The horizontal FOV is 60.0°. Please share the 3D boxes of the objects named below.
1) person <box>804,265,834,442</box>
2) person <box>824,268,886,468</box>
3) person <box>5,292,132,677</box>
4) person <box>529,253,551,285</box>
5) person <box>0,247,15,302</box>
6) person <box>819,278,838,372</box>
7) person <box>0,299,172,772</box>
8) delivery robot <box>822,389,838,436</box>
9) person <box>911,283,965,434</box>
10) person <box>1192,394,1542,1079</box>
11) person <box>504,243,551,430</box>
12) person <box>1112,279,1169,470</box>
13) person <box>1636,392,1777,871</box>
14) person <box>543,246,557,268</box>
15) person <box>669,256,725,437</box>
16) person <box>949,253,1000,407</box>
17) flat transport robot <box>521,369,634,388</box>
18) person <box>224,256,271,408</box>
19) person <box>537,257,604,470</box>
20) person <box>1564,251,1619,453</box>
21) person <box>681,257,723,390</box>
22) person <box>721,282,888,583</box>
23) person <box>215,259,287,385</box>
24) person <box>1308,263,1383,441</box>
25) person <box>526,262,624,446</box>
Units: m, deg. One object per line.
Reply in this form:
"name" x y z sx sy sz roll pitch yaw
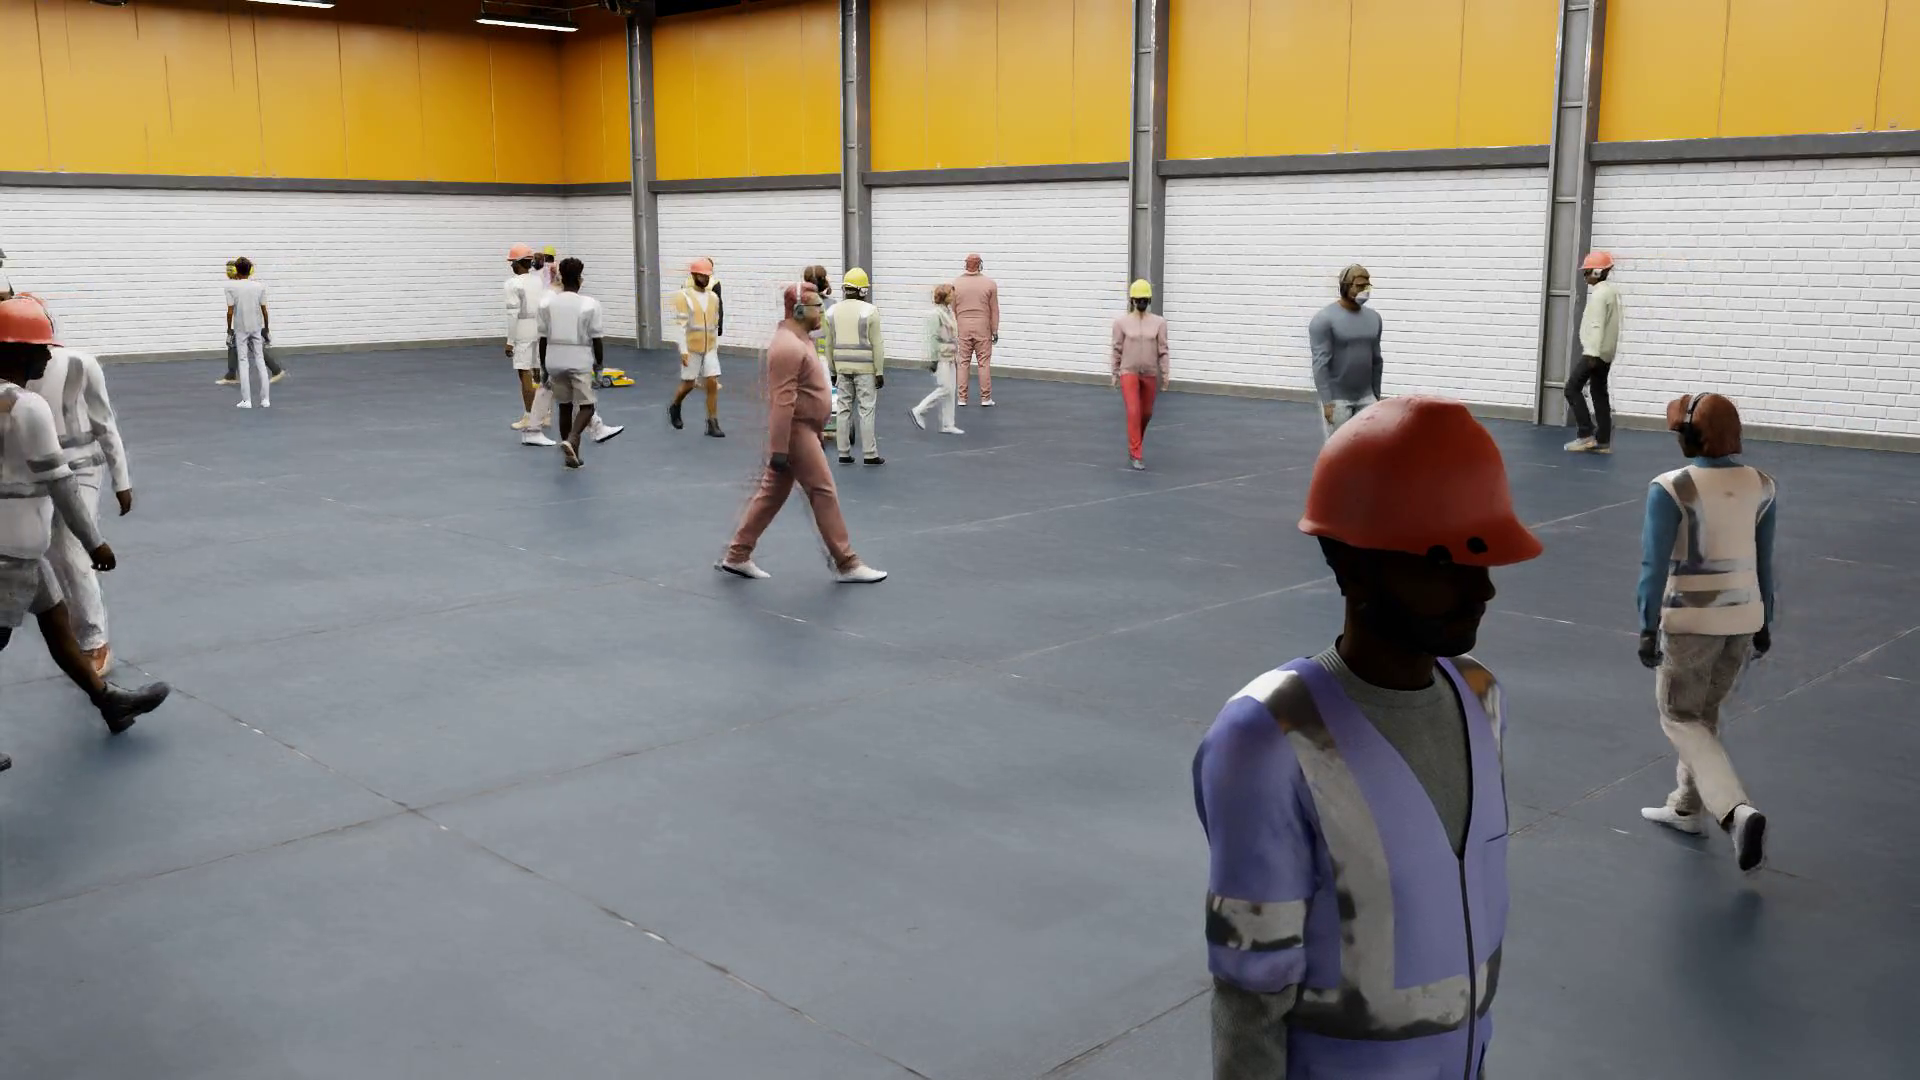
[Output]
"person" -1.501 -1.904 17.094 0.434 1.831 0.652 0 10 -2
"person" -0.947 -1.580 15.324 0.587 1.834 0.403 5 12 25
"person" -4.339 -0.243 7.942 0.616 1.862 0.608 -1 10 -6
"person" -7.641 -4.297 30.206 0.657 1.804 0.924 8 13 37
"person" -13.850 -3.297 24.124 0.708 2.000 0.988 9 13 39
"person" -1.817 -2.602 21.505 0.503 1.620 0.517 -6 12 -29
"person" -3.731 -0.021 6.694 0.551 1.872 1.031 9 13 39
"delivery robot" -1.324 -1.316 17.120 0.477 0.478 0.707 0 10 -1
"person" -0.217 -1.938 17.852 0.479 1.624 0.519 3 11 18
"person" 0.550 0.774 2.204 0.542 1.938 0.358 -9 14 -41
"person" -4.770 -2.222 18.252 0.397 2.043 0.610 6 12 29
"person" 1.655 -1.553 15.438 0.527 1.742 0.779 -1 10 -8
"person" 2.589 0.306 5.659 0.551 1.611 0.675 -3 11 -17
"person" -7.995 -4.749 32.394 0.580 1.918 0.402 6 12 29
"person" -2.816 -2.064 17.756 0.548 1.918 0.808 -8 13 -37
"person" 0.178 -2.613 20.762 0.643 1.909 0.409 1 10 8
"flat transport robot" -5.386 -2.282 23.415 1.431 0.197 0.652 -6 12 -28
"person" -8.827 -2.567 20.608 0.533 1.869 0.311 -9 13 -39
"person" -3.517 -1.564 14.942 0.615 1.948 0.660 1 10 7
"person" 6.171 -1.829 16.288 0.573 1.971 0.662 6 12 30
"person" -3.559 -3.000 23.091 0.632 1.836 0.432 5 11 25
"person" -1.006 -0.644 10.186 1.029 1.857 0.660 -1 10 -4
"person" -10.150 -3.099 23.726 0.935 1.806 0.514 -5 11 -24
"person" 2.748 -0.975 11.753 0.650 1.936 0.432 -5 12 -26
"person" -3.965 -1.870 16.838 0.999 1.850 0.676 0 10 -2
